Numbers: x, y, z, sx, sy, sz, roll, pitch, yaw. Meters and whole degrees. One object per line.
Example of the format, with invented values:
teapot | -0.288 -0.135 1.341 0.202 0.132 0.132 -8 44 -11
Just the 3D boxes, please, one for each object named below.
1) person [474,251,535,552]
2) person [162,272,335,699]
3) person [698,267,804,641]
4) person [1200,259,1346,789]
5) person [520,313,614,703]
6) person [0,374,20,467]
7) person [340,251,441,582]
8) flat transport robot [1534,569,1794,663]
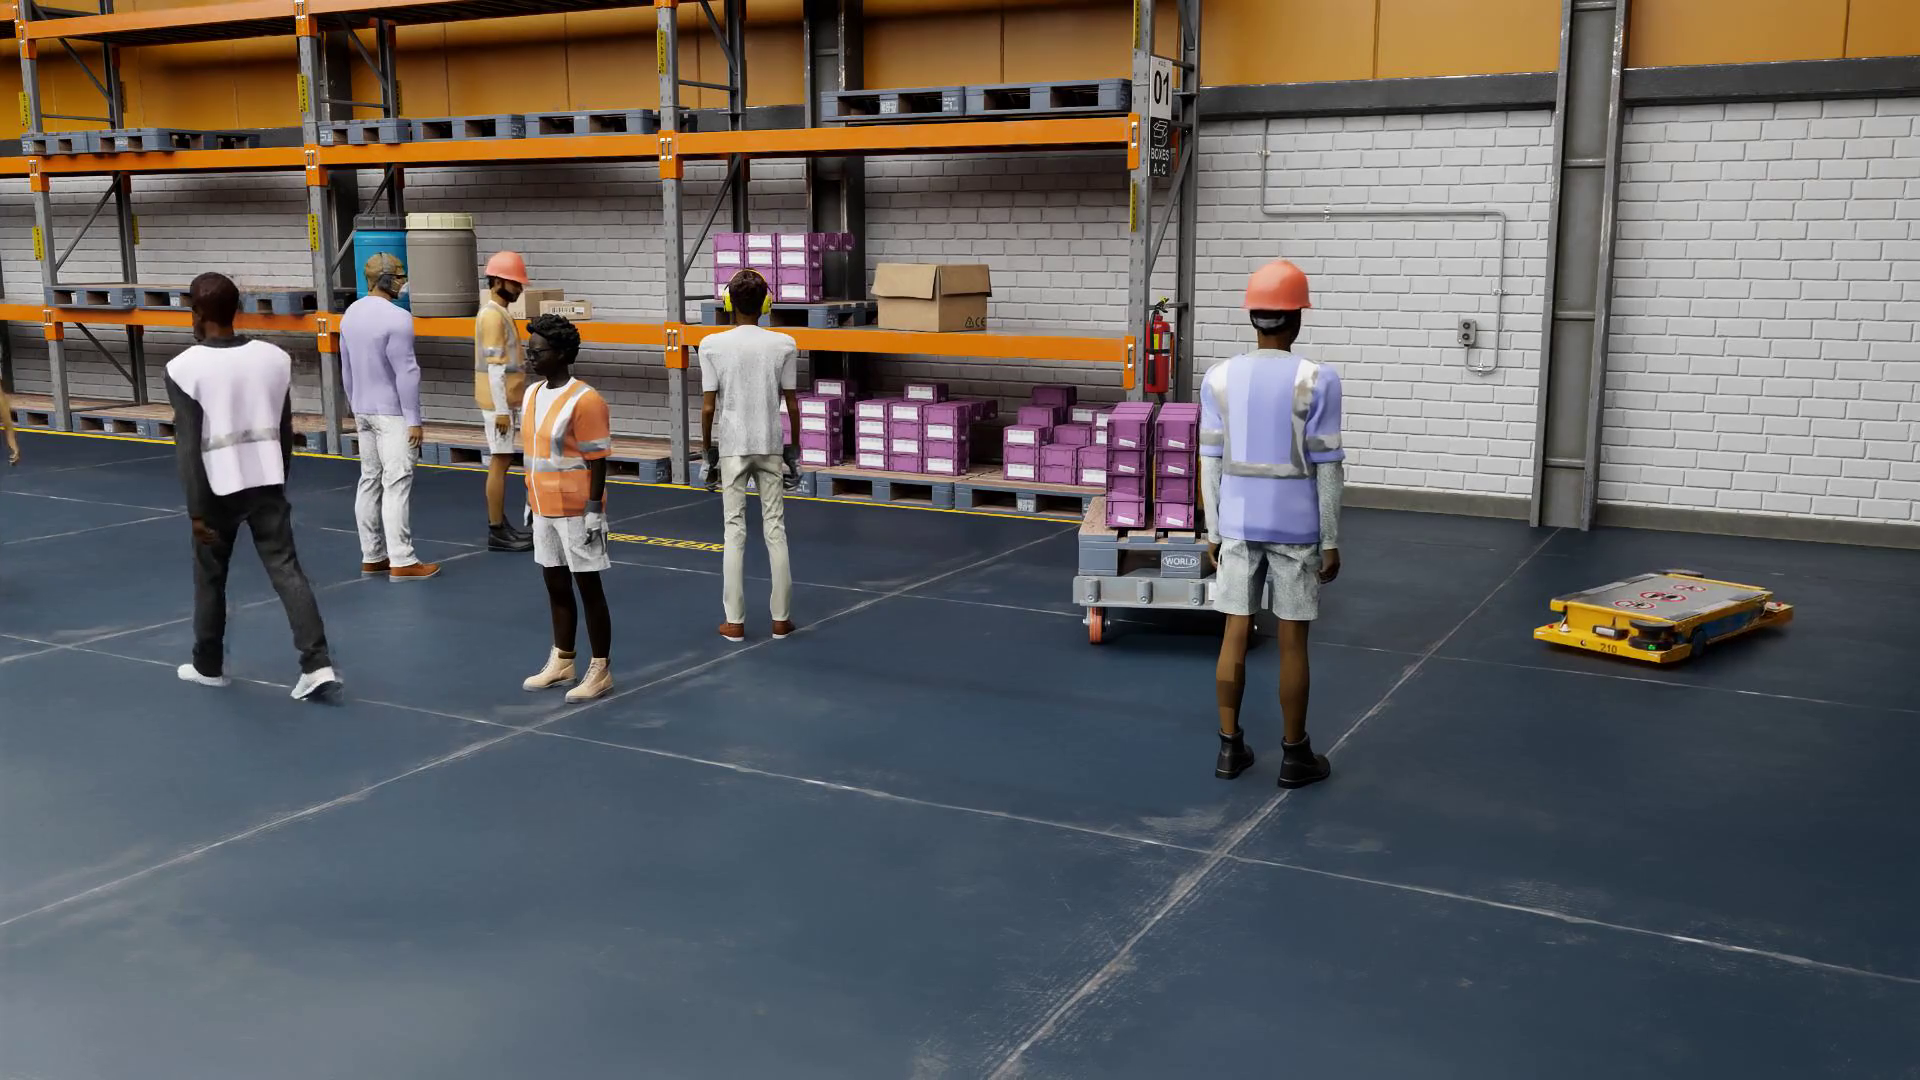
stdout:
person | -2.938 -0.895 10.770 0.379 1.933 0.558 -2 11 -13
person | -3.145 -0.231 7.304 0.992 1.881 0.583 8 13 39
person | -1.050 -0.420 8.355 0.532 1.866 0.321 -2 11 -13
person | 1.148 -0.052 6.129 0.543 1.942 0.349 6 12 30
person | -1.730 -0.138 7.269 0.539 1.695 0.318 9 14 41
person | -5.681 -0.584 9.479 0.564 1.799 0.946 -10 14 -44
person | -3.385 -0.721 9.811 0.631 1.936 0.362 8 13 38
flat transport robot | 3.584 0.366 8.418 1.431 0.197 0.652 -9 14 -40
